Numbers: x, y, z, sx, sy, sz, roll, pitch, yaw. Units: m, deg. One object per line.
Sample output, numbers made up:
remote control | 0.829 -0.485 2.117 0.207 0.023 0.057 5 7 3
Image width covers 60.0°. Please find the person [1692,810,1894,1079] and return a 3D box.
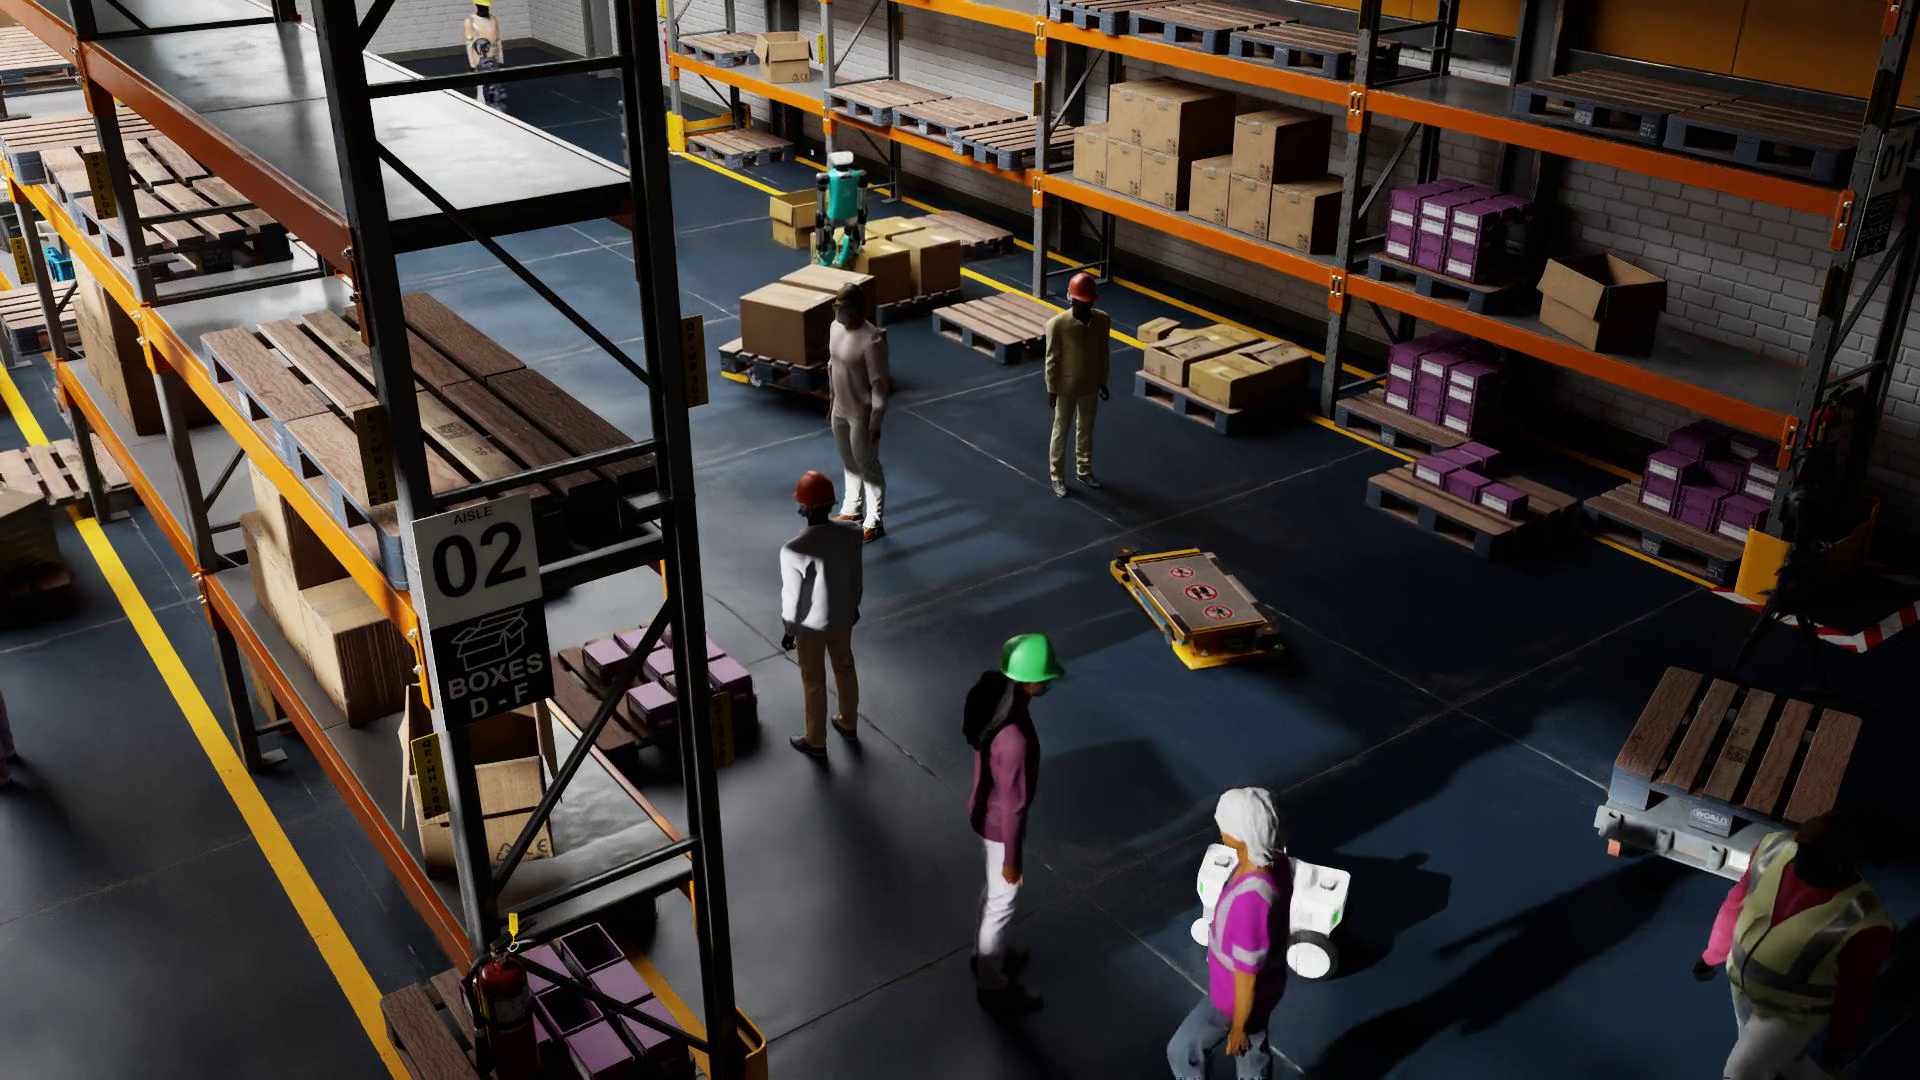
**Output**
person | 3.356 1.806 6.689 0.894 1.805 0.626 -7 28 -14

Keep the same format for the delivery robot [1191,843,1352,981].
delivery robot | 1.541 1.767 8.158 0.802 0.598 0.499 9 28 18

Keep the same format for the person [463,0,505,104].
person | -6.769 -6.885 23.852 0.392 1.918 0.585 20 33 34

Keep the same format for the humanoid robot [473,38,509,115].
humanoid robot | -6.145 -5.745 21.852 0.354 1.652 0.608 -16 31 -28

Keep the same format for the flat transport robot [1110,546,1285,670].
flat transport robot | 1.571 0.412 11.168 0.659 0.231 1.431 -8 28 -15

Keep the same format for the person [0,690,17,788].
person | -5.597 0.514 9.141 0.410 1.910 0.638 -8 28 -16

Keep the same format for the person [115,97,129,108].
person | -10.607 -5.508 21.025 0.385 1.992 0.624 -18 32 -32

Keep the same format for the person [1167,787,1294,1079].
person | 1.063 1.769 6.728 0.599 1.829 0.518 11 29 21

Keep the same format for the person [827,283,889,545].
person | -0.751 -0.911 11.942 0.359 1.938 0.635 -18 32 -32

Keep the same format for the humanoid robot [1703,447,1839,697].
humanoid robot | 5.089 0.205 10.064 0.767 1.623 0.601 16 31 29

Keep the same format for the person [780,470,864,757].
person | -0.795 0.416 9.506 0.571 1.750 0.329 -23 34 -37

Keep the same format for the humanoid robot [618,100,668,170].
humanoid robot | -3.483 -4.173 18.724 0.542 1.839 0.746 -10 28 -19

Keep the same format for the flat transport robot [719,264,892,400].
flat transport robot | -1.391 -1.513 14.997 1.431 0.231 0.659 15 31 28

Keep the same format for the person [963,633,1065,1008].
person | 0.228 1.275 7.600 0.447 1.939 0.514 -4 27 -8

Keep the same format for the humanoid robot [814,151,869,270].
humanoid robot | -1.268 -2.984 16.337 0.547 1.809 0.897 -12 29 -23

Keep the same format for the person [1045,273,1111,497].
person | 0.906 -1.194 12.708 0.560 1.751 0.323 -13 30 -24
